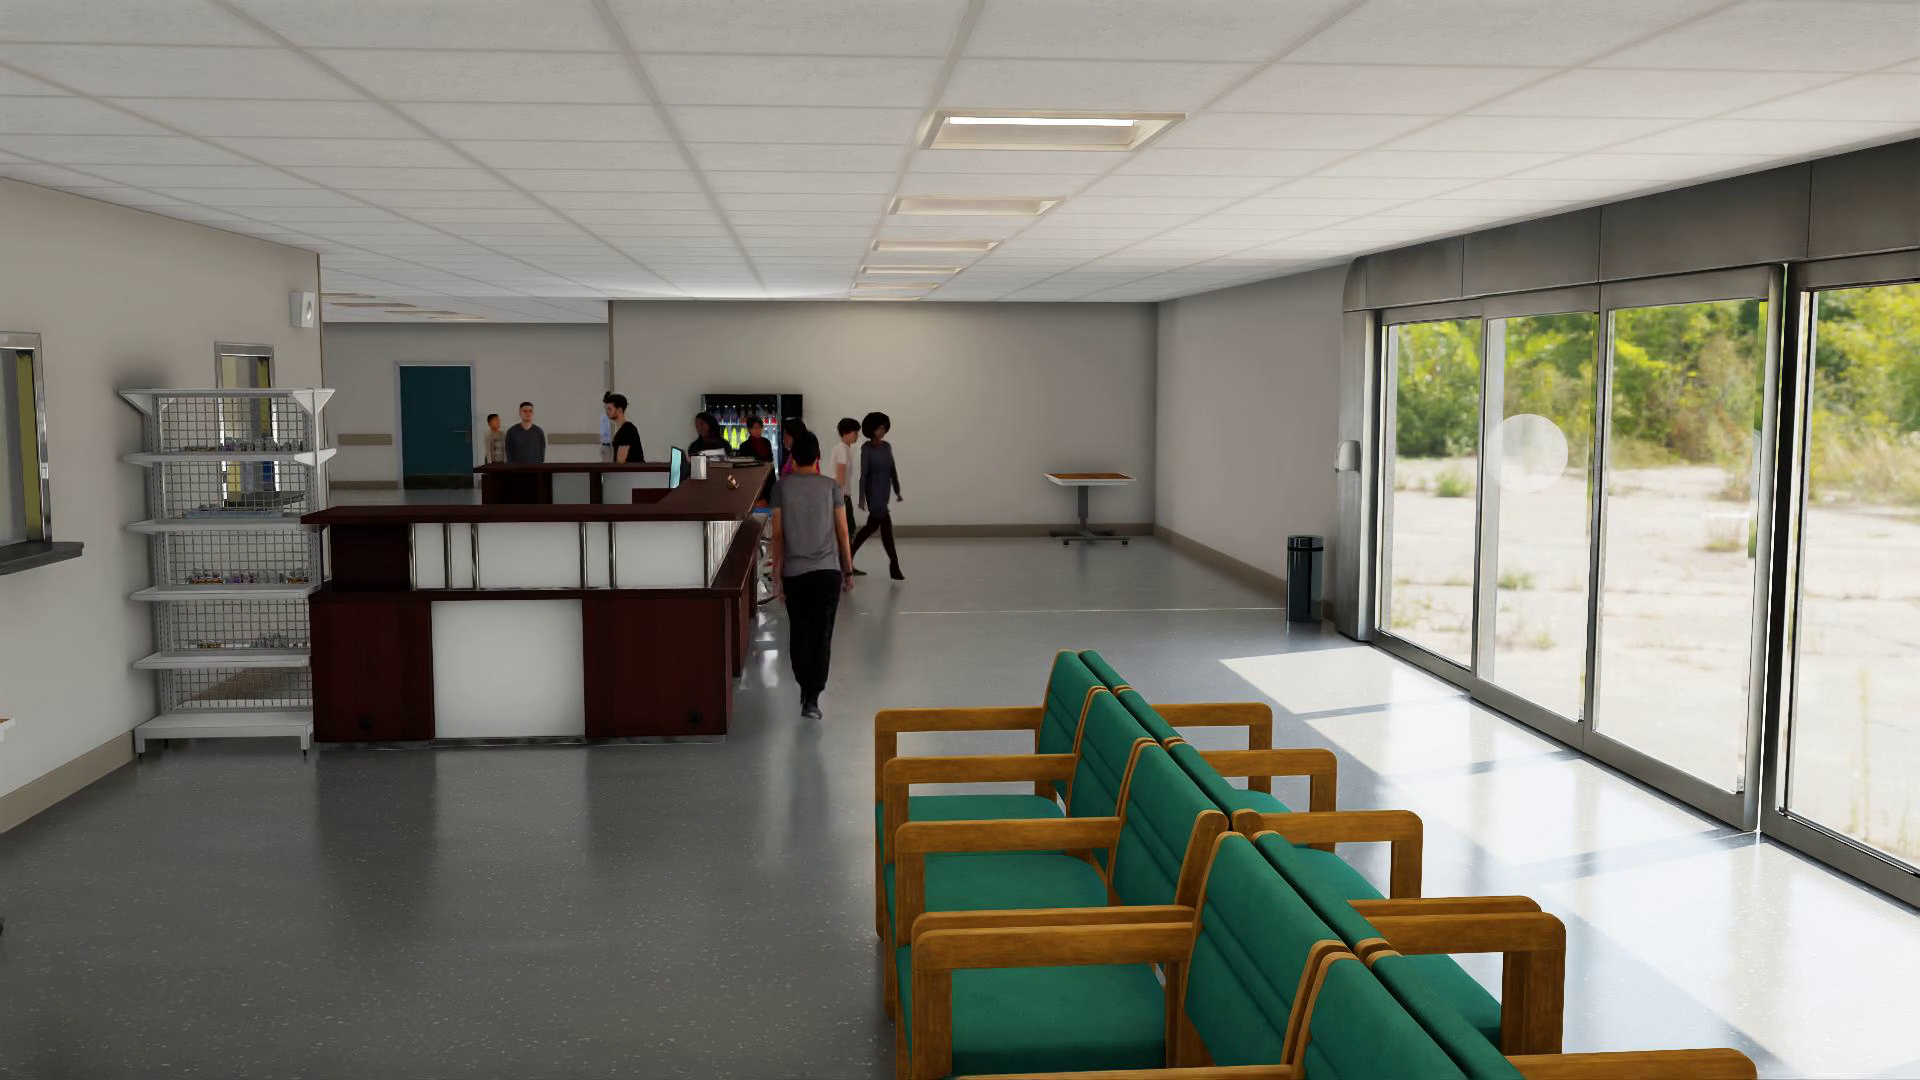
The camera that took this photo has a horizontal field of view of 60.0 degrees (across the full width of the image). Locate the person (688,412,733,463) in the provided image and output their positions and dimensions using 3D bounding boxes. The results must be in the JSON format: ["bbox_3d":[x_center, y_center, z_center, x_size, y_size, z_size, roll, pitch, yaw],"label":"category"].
[{"bbox_3d":[-2.446,-0.399,16.364,0.797,1.700,0.791,-4,7,-32],"label":"person"}]

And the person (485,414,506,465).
[{"bbox_3d":[-7.207,-1.217,25.705,0.624,1.459,0.608,2,6,22],"label":"person"}]

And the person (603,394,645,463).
[{"bbox_3d":[-3.353,-0.588,17.466,0.897,1.856,0.833,-2,6,-18],"label":"person"}]

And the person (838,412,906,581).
[{"bbox_3d":[-0.900,-0.424,16.750,1.142,1.673,1.058,4,7,33],"label":"person"}]

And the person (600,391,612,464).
[{"bbox_3d":[-5.128,-1.234,24.025,0.695,1.829,0.700,-2,6,-20],"label":"person"}]

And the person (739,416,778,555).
[{"bbox_3d":[-2.219,-0.513,17.989,1.029,1.603,1.029,5,8,42],"label":"person"}]

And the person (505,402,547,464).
[{"bbox_3d":[-5.035,-0.705,19.228,1.092,1.737,0.881,-2,6,-21],"label":"person"}]

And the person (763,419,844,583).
[{"bbox_3d":[-1.463,-0.356,16.068,1.113,1.674,0.659,0,6,-1],"label":"person"}]

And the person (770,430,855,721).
[{"bbox_3d":[-0.900,0.244,9.921,1.130,1.712,0.802,0,6,3],"label":"person"}]
